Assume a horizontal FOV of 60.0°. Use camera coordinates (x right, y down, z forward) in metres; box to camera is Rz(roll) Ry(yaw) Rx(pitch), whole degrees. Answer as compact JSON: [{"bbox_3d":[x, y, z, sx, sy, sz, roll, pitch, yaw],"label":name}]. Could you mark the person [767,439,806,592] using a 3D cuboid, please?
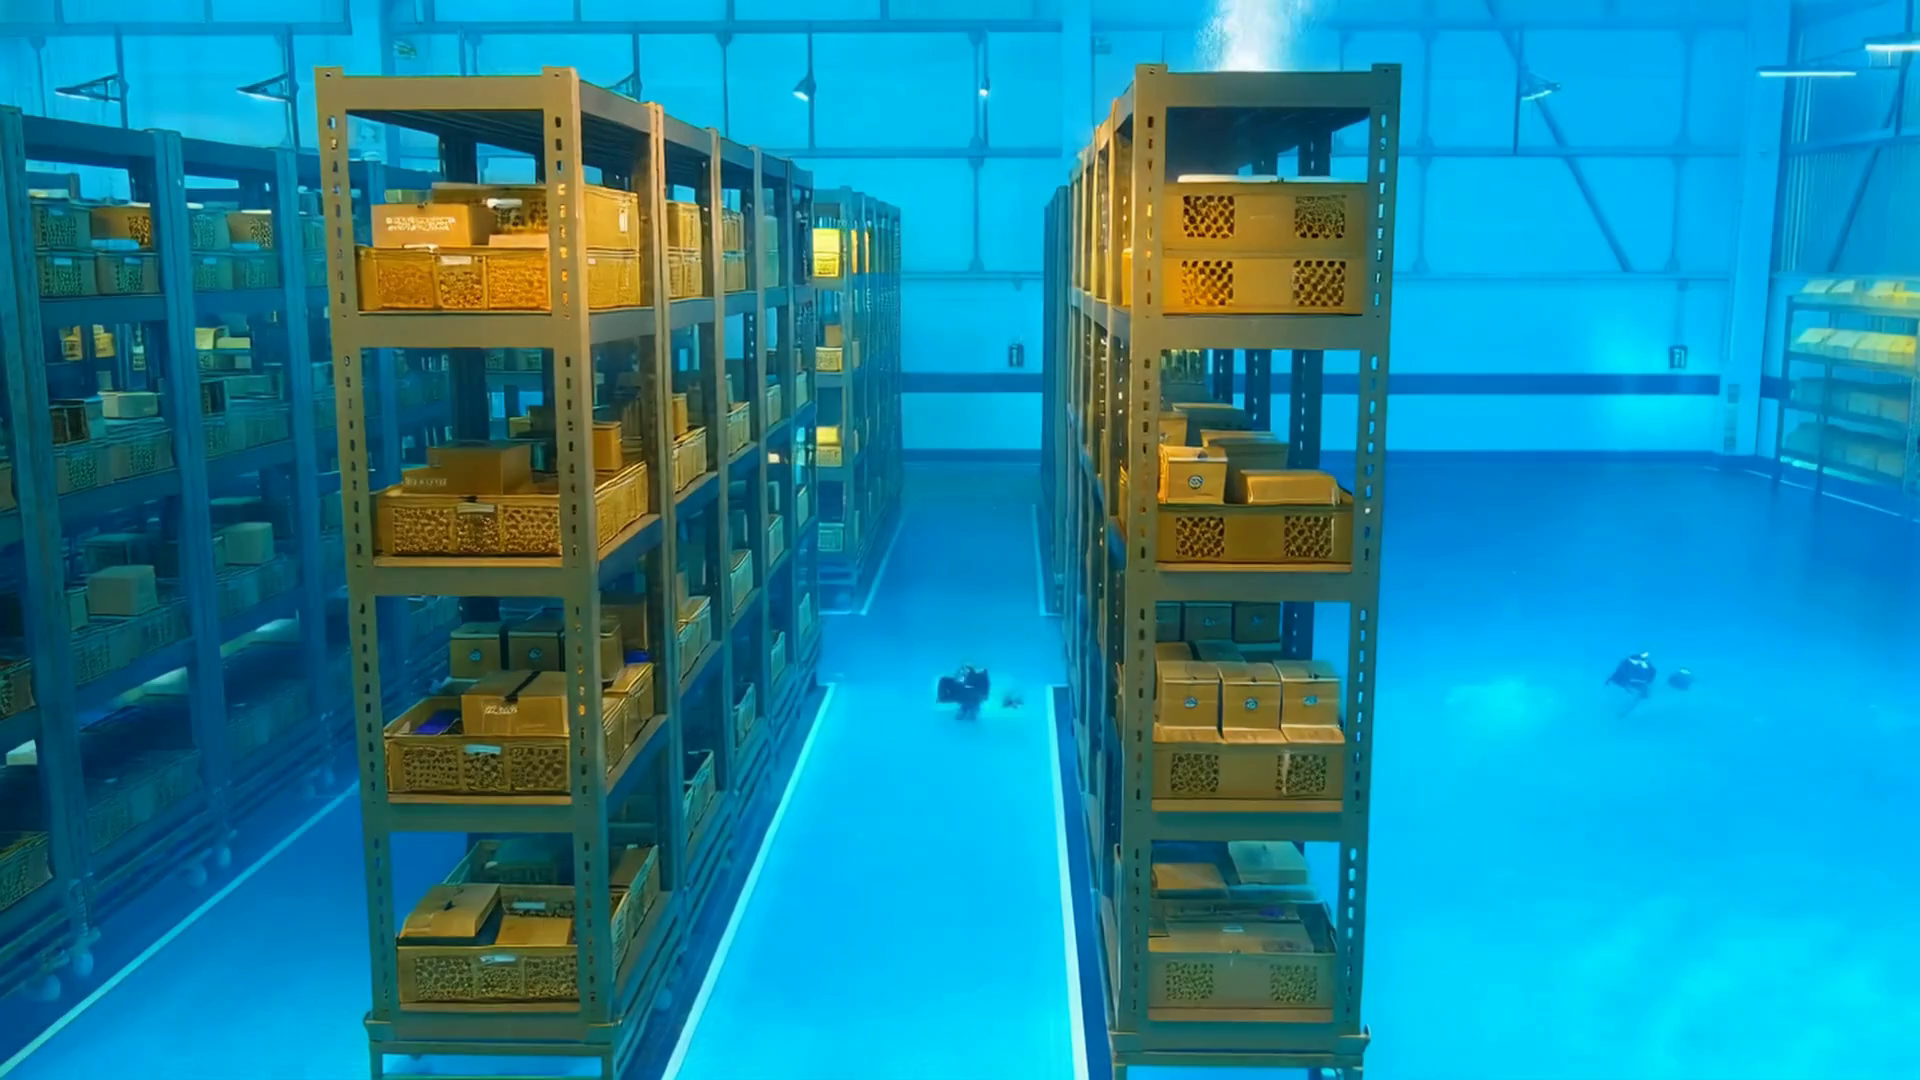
[{"bbox_3d":[-1.395,0.005,12.406,0.565,1.850,0.390,7,12,36],"label":"person"}]
